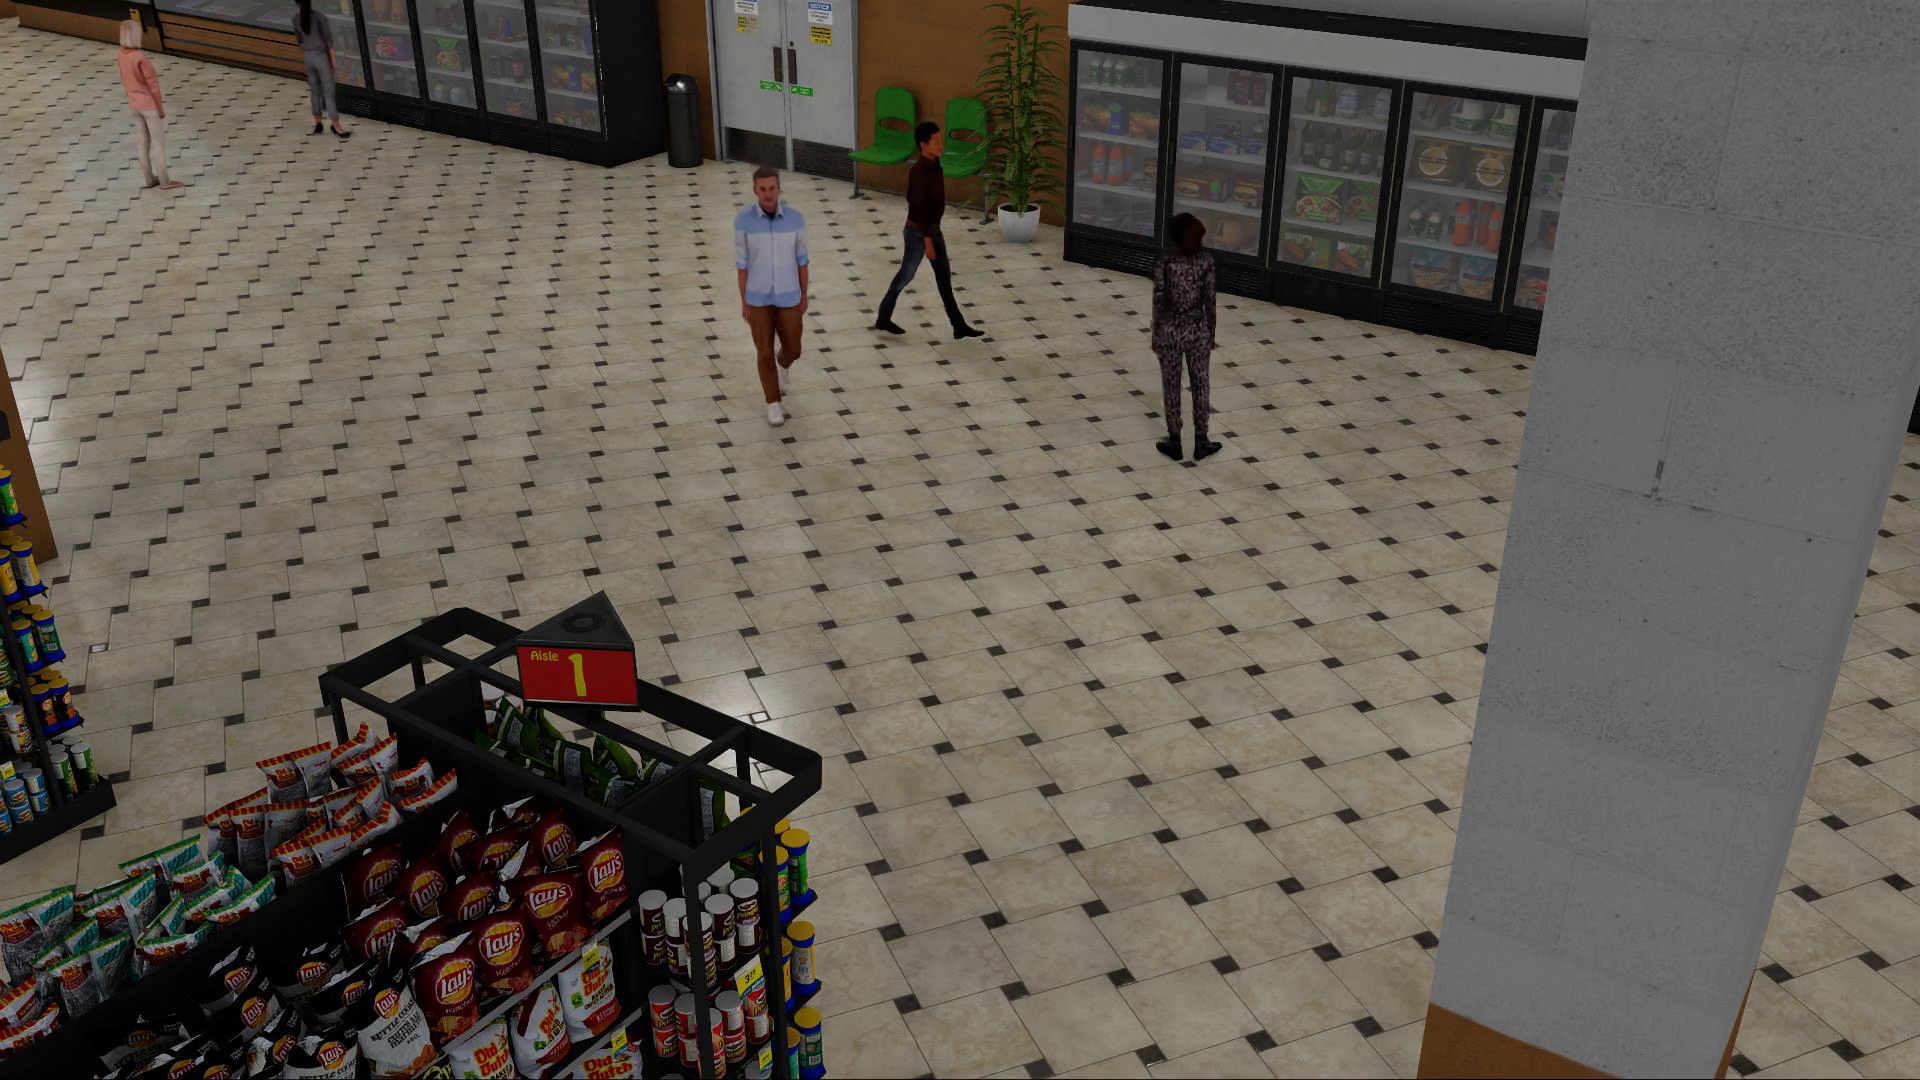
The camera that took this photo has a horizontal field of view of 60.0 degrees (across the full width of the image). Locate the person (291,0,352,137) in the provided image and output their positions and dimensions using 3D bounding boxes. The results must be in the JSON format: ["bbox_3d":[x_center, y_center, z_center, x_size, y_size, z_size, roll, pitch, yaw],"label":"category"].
[{"bbox_3d":[-7.486,-5.566,19.473,0.791,1.651,0.670,16,31,28],"label":"person"}]

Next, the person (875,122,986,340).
[{"bbox_3d":[-0.379,-2.396,13.135,0.922,1.730,1.161,10,29,19],"label":"person"}]

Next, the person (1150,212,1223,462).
[{"bbox_3d":[1.513,-1.348,11.092,0.800,1.708,0.829,2,27,4],"label":"person"}]

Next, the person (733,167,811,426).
[{"bbox_3d":[-1.340,-1.750,11.772,0.996,1.811,1.040,-7,28,-13],"label":"person"}]

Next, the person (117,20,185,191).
[{"bbox_3d":[-8.530,-4.553,17.394,0.631,1.724,0.566,12,29,22],"label":"person"}]
